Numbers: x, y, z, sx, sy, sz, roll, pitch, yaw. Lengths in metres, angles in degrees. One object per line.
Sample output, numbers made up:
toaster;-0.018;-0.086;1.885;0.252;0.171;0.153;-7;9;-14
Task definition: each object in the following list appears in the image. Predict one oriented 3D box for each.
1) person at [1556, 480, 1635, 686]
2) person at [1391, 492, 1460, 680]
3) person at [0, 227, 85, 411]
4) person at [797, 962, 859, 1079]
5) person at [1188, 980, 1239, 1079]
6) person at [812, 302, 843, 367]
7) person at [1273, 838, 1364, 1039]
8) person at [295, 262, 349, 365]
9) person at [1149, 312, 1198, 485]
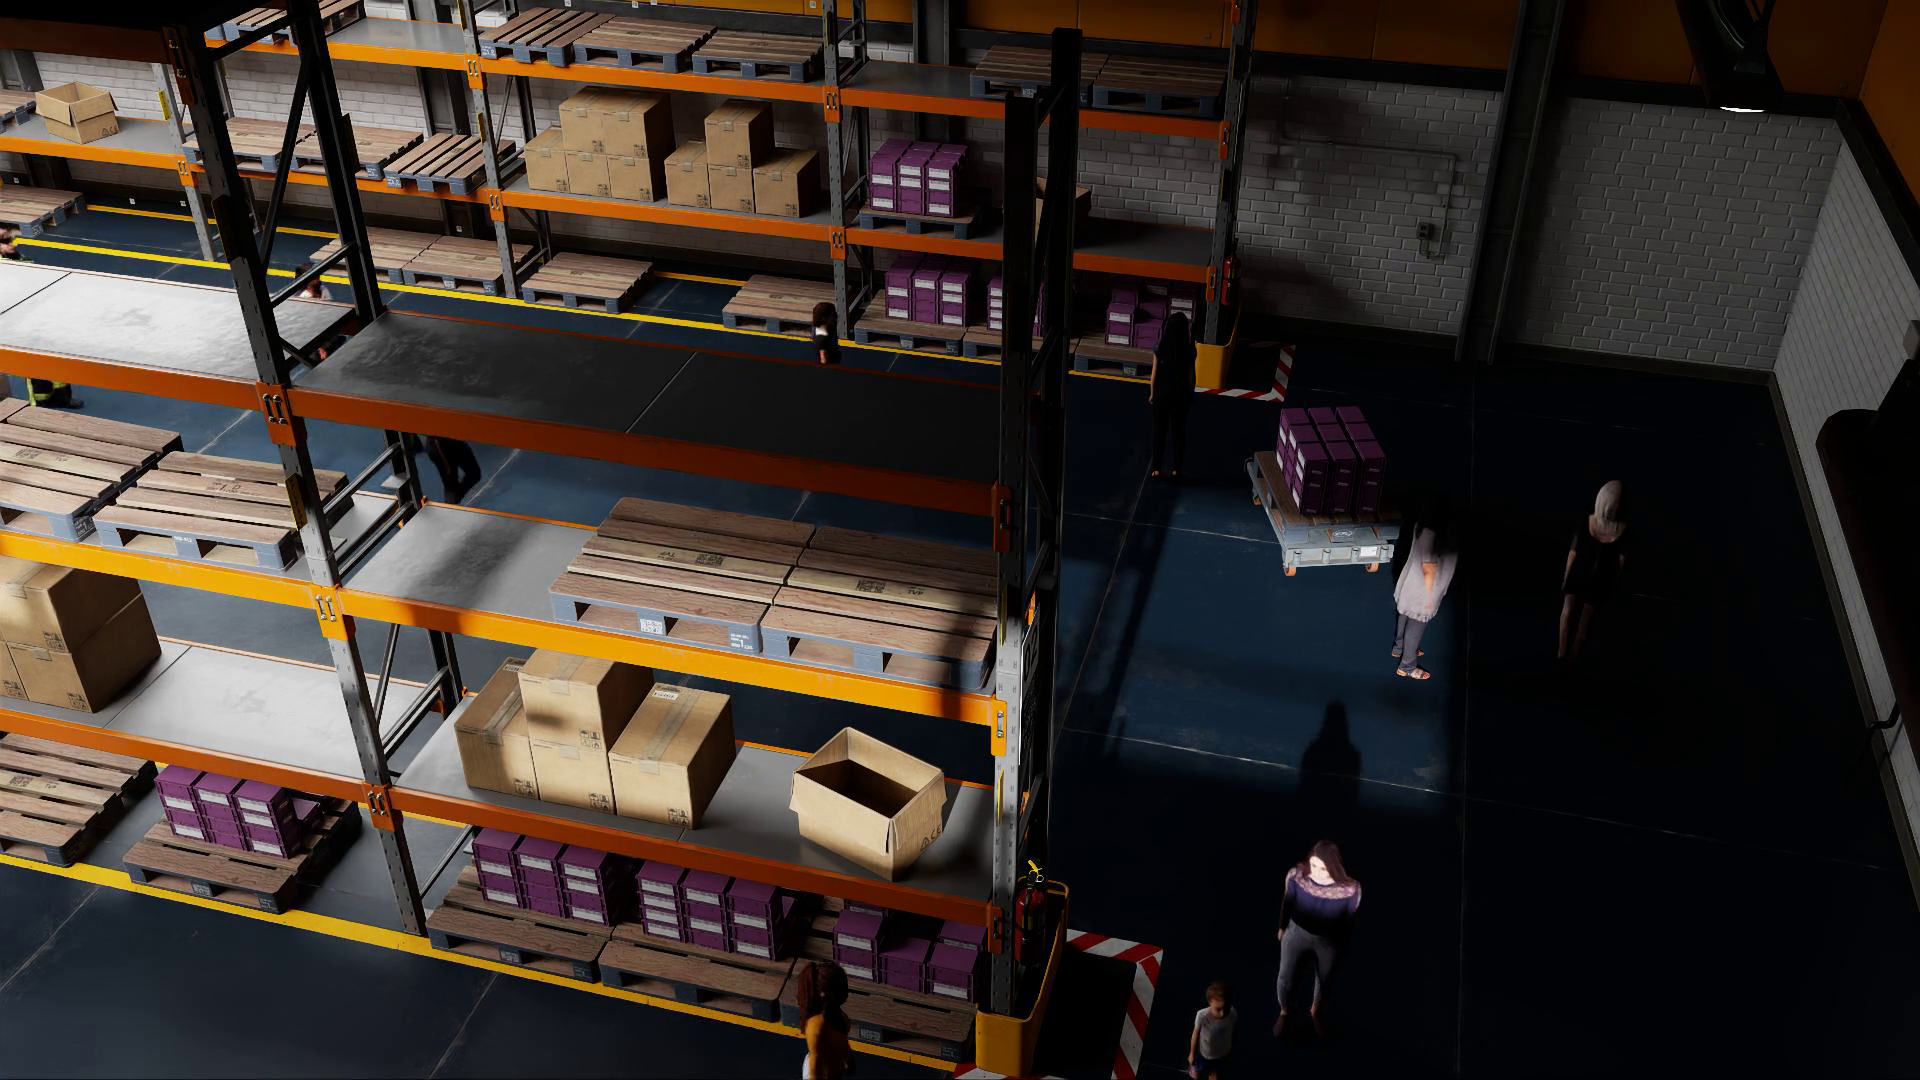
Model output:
person;4.821;0.377;12.715;0.604;1.815;0.688;13;36;18
person;3.604;0.327;12.977;0.709;1.608;0.682;2;34;3
person;-9.219;-2.162;16.390;0.671;1.974;0.779;9;35;14
person;-0.817;2.928;8.955;0.985;1.727;0.757;0;34;1
person;1.452;2.906;9.633;0.639;1.013;0.602;-3;34;-4
person;-1.285;-1.348;15.341;1.047;1.780;0.809;-3;34;-5
person;2.120;2.366;9.919;0.525;1.597;0.677;10;35;15
person;-6.321;-1.969;16.406;0.621;1.634;0.610;13;36;18
person;1.948;-1.308;15.320;0.466;1.736;0.647;4;34;6
